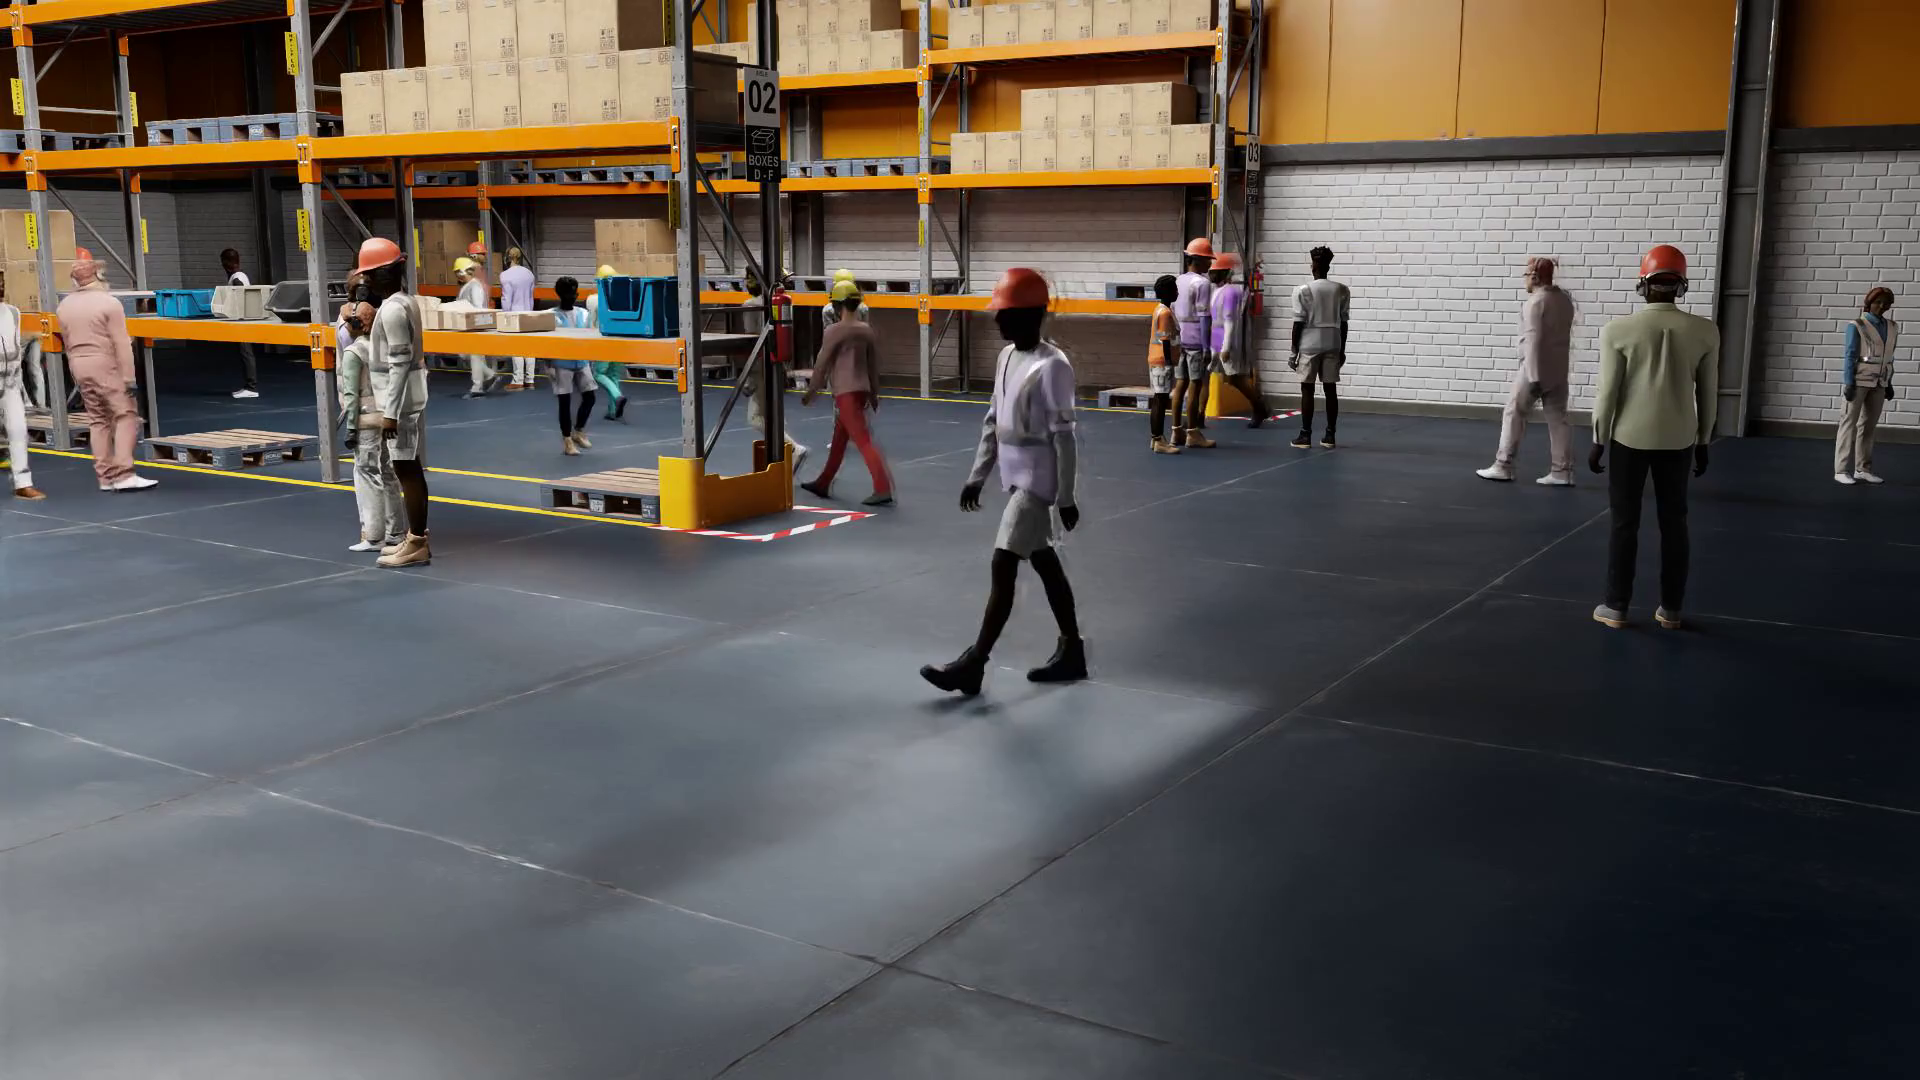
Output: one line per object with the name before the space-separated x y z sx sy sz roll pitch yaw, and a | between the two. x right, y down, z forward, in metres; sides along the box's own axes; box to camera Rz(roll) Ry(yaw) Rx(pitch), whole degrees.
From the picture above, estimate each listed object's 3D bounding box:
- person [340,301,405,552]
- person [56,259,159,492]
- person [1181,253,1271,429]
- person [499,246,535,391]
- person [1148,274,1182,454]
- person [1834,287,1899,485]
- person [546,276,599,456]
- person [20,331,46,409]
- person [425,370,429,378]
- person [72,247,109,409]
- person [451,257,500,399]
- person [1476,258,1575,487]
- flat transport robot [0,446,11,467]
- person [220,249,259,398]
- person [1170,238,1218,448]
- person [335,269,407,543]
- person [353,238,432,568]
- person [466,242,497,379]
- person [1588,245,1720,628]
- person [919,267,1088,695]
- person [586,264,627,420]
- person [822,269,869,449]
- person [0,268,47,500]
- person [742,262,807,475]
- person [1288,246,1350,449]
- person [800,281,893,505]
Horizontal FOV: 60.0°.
person | -3.842 -0.735 10.847 0.316 1.629 0.509 1 10 6
person | -6.899 -1.323 13.450 0.755 1.869 0.404 4 11 20
person | 2.878 -2.117 17.796 0.981 1.898 0.554 -3 11 -14
person | -5.968 -2.972 22.381 0.373 1.940 0.628 4 11 22
person | 1.951 -1.669 15.829 0.318 1.699 0.535 0 10 1
person | 7.557 -1.280 13.846 0.515 1.636 0.315 -3 11 -18
person | -3.670 -1.636 15.668 0.541 1.696 0.386 -9 14 -41
person | -10.834 -2.380 19.246 0.482 1.892 0.610 3 11 14
person | -7.426 -2.798 22.291 0.578 1.619 0.505 2 11 13
person | -10.444 -2.525 19.908 0.545 1.938 0.361 0 10 0
person | -6.191 -2.704 21.273 0.507 1.802 0.614 -8 13 -38
person | 4.736 -1.391 13.817 0.649 1.872 0.870 -8 13 -36
flat transport robot | -9.045 -0.765 14.772 1.431 0.197 0.652 9 13 40
person | -9.275 -2.794 21.471 0.387 1.911 0.590 -4 11 -22
person | 2.294 -1.916 16.253 0.396 2.038 0.611 -4 11 -23
person | -3.938 -0.896 11.150 0.429 1.844 0.627 -3 11 -16
person | -3.504 -0.840 10.308 0.391 2.033 0.605 -2 10 -11
person | -7.020 -3.347 24.297 0.375 1.997 0.612 0 10 1
person | 3.602 -0.526 8.673 0.626 1.992 0.387 1 10 5
person | 0.198 -0.256 7.450 0.945 1.894 0.555 -3 11 -18
person | -3.876 -2.181 18.501 0.527 1.751 0.607 -9 14 -40
person | -1.113 -1.741 16.102 0.483 1.745 0.300 -5 11 -26
person | -7.645 -1.226 13.005 0.902 1.851 0.599 4 11 21
person | -1.560 -1.386 13.853 0.594 1.847 0.542 6 12 30
person | 3.487 -1.868 16.185 0.607 1.965 0.366 -3 11 -14
person | -0.872 -1.133 12.824 0.945 1.709 0.536 6 12 30
